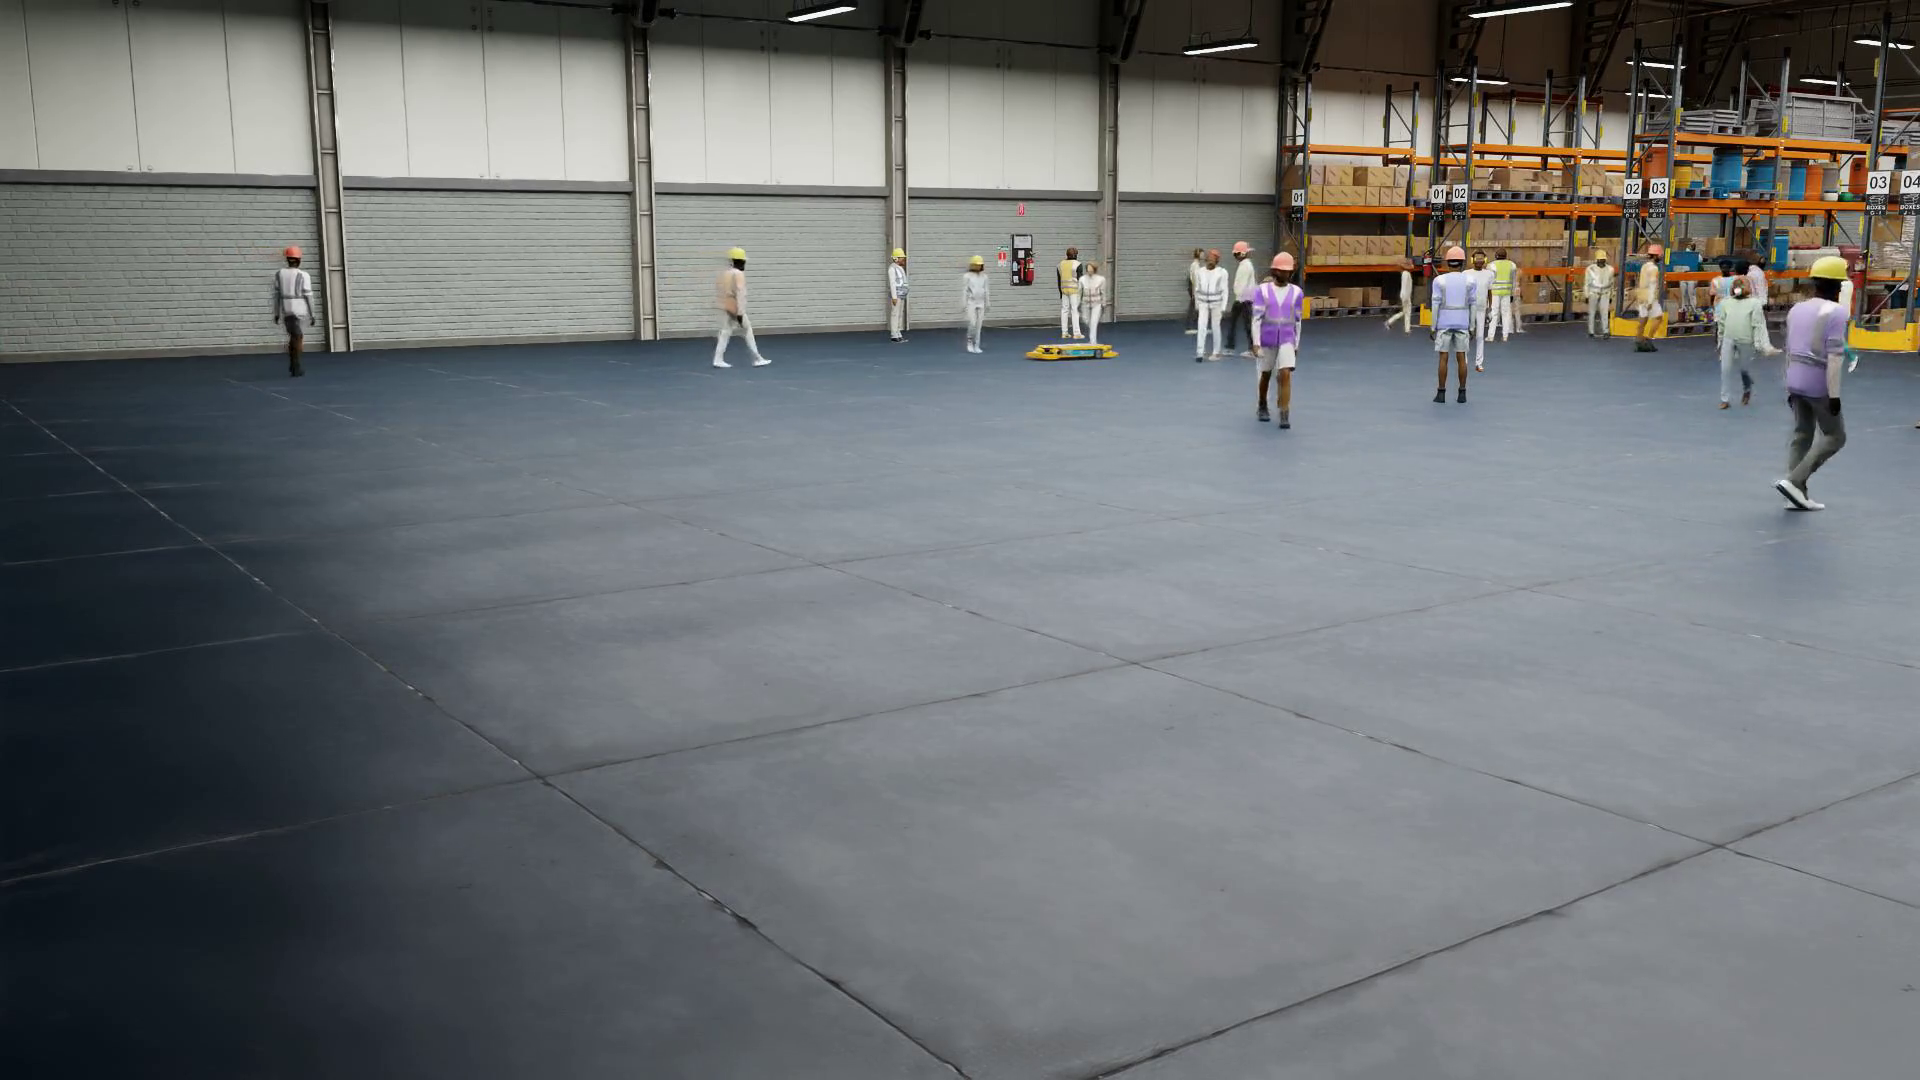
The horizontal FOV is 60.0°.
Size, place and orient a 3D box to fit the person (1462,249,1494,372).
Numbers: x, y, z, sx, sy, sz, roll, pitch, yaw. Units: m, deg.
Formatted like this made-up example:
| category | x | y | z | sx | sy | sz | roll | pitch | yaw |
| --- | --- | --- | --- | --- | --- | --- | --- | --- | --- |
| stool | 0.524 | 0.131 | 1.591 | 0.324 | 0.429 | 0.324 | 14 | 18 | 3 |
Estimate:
| category | x | y | z | sx | sy | sz | roll | pitch | yaw |
| --- | --- | --- | --- | --- | --- | --- | --- | --- | --- |
| person | 7.864 | -3.492 | 25.357 | 0.514 | 1.876 | 0.328 | 2 | 10 | 8 |

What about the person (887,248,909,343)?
| category | x | y | z | sx | sy | sz | roll | pitch | yaw |
| --- | --- | --- | --- | --- | --- | --- | --- | --- | --- |
| person | -1.201 | -4.764 | 32.447 | 0.404 | 1.833 | 0.588 | 2 | 11 | 13 |

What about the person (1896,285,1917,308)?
| category | x | y | z | sx | sy | sz | roll | pitch | yaw |
| --- | --- | --- | --- | --- | --- | --- | --- | --- | --- |
| person | 19.236 | -5.045 | 33.753 | 0.392 | 1.920 | 0.590 | 0 | 10 | 3 |

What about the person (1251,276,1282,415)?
| category | x | y | z | sx | sy | sz | roll | pitch | yaw |
| --- | --- | --- | --- | --- | --- | --- | --- | --- | --- |
| person | 3.654 | -2.284 | 19.476 | 0.498 | 1.601 | 0.716 | 4 | 11 | 20 |

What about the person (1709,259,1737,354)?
| category | x | y | z | sx | sy | sz | roll | pitch | yaw |
| --- | --- | --- | --- | --- | --- | --- | --- | --- | --- |
| person | 13.392 | -4.080 | 29.107 | 0.551 | 1.673 | 0.378 | 6 | 12 | 30 |

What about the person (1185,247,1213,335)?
| category | x | y | z | sx | sy | sz | roll | pitch | yaw |
| --- | --- | --- | --- | --- | --- | --- | --- | --- | --- |
| person | 5.090 | -5.212 | 34.919 | 0.759 | 1.822 | 0.541 | 1 | 10 | 7 |

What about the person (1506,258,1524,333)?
| category | x | y | z | sx | sy | sz | roll | pitch | yaw |
| --- | --- | --- | --- | --- | --- | --- | --- | --- | --- |
| person | 11.824 | -5.205 | 35.502 | 0.659 | 1.611 | 0.316 | -6 | 12 | -28 |

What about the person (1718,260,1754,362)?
| category | x | y | z | sx | sy | sz | roll | pitch | yaw |
| --- | --- | --- | --- | --- | --- | --- | --- | --- | --- |
| person | 12.826 | -3.758 | 27.373 | 0.674 | 1.673 | 0.552 | -5 | 11 | -25 |

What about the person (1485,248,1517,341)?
| category | x | y | z | sx | sy | sz | roll | pitch | yaw |
| --- | --- | --- | --- | --- | --- | --- | --- | --- | --- |
| person | 10.664 | -4.850 | 32.897 | 0.624 | 1.844 | 0.429 | 0 | 10 | -2 |

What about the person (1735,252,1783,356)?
| category | x | y | z | sx | sy | sz | roll | pitch | yaw |
| --- | --- | --- | --- | --- | --- | --- | --- | --- | --- |
| person | 13.752 | -4.075 | 28.807 | 0.969 | 1.789 | 0.699 | 5 | 11 | 24 |

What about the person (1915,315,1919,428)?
| category | x | y | z | sx | sy | sz | roll | pitch | yaw |
| --- | --- | --- | --- | --- | --- | --- | --- | --- | --- |
| person | 10.592 | -2.127 | 17.770 | 0.651 | 1.913 | 0.410 | 7 | 12 | 33 |

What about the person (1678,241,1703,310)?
| category | x | y | z | sx | sy | sz | roll | pitch | yaw |
| --- | --- | --- | --- | --- | --- | --- | --- | --- | --- |
| person | 18.059 | -6.413 | 41.193 | 0.372 | 1.940 | 0.632 | -4 | 11 | -22 |

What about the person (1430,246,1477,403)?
| category | x | y | z | sx | sy | sz | roll | pitch | yaw |
| --- | --- | --- | --- | --- | --- | --- | --- | --- | --- |
| person | 6.116 | -2.667 | 20.672 | 0.547 | 1.934 | 0.376 | 1 | 10 | 7 |

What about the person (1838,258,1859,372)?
| category | x | y | z | sx | sy | sz | roll | pitch | yaw |
| --- | --- | --- | --- | --- | --- | --- | --- | --- | --- |
| person | 13.011 | -3.288 | 24.566 | 0.485 | 1.750 | 0.546 | -1 | 10 | -5 |

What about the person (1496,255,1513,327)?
| category | x | y | z | sx | sy | sz | roll | pitch | yaw |
| --- | --- | --- | --- | --- | --- | --- | --- | --- | --- |
| person | 12.376 | -5.636 | 37.765 | 0.307 | 1.636 | 0.525 | -6 | 12 | -31 |

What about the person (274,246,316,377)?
| category | x | y | z | sx | sy | sz | roll | pitch | yaw |
| --- | --- | --- | --- | --- | --- | --- | --- | --- | --- |
| person | -9.805 | -3.378 | 24.601 | 0.586 | 1.919 | 0.549 | 2 | 10 | 9 |

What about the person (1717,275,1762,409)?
| category | x | y | z | sx | sy | sz | roll | pitch | yaw |
| --- | --- | --- | --- | --- | --- | --- | --- | --- | --- |
| person | 9.390 | -2.389 | 20.034 | 0.507 | 1.605 | 0.714 | 8 | 13 | 39 |

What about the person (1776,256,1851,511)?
| category | x | y | z | sx | sy | sz | roll | pitch | yaw |
| --- | --- | --- | --- | --- | --- | --- | --- | --- | --- |
| person | 6.376 | -1.145 | 12.382 | 0.411 | 1.913 | 0.616 | -2 | 10 | -10 |

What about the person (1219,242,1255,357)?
| category | x | y | z | sx | sy | sz | roll | pitch | yaw |
| --- | --- | --- | --- | --- | --- | --- | --- | --- | --- |
| person | 4.753 | -4.126 | 28.577 | 0.834 | 1.959 | 0.626 | 0 | 10 | -1 |

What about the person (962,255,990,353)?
| category | x | y | z | sx | sy | sz | roll | pitch | yaw |
| --- | --- | --- | --- | --- | --- | --- | --- | --- | --- |
| person | 0.299 | -4.173 | 29.466 | 0.511 | 1.727 | 0.364 | -6 | 12 | -29 |

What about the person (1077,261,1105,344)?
| category | x | y | z | sx | sy | sz | roll | pitch | yaw |
| --- | --- | --- | --- | --- | --- | --- | --- | --- | --- |
| person | 2.431 | -4.313 | 30.556 | 0.527 | 1.616 | 0.647 | 4 | 11 | 19 |

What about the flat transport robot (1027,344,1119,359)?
| category | x | y | z | sx | sy | sz | roll | pitch | yaw |
| --- | --- | --- | --- | --- | --- | --- | --- | --- | --- |
| flat transport robot | 1.911 | -3.205 | 28.183 | 1.431 | 0.197 | 0.652 | -5 | 12 | -27 |

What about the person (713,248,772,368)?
| category | x | y | z | sx | sy | sz | roll | pitch | yaw |
| --- | --- | --- | --- | --- | --- | --- | --- | --- | --- |
| person | -3.484 | -3.645 | 26.194 | 0.980 | 1.871 | 0.604 | -7 | 12 | -32 |

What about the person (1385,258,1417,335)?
| category | x | y | z | sx | sy | sz | roll | pitch | yaw |
| --- | --- | --- | --- | --- | --- | --- | --- | --- | --- |
| person | 9.268 | -5.084 | 34.805 | 0.605 | 1.616 | 0.503 | 2 | 11 | 13 |

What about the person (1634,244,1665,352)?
| category | x | y | z | sx | sy | sz | roll | pitch | yaw |
| --- | --- | --- | --- | --- | --- | --- | --- | --- | --- |
| person | 12.315 | -4.293 | 29.636 | 0.514 | 1.919 | 0.546 | -1 | 10 | -5 |

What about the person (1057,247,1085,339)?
| category | x | y | z | sx | sy | sz | roll | pitch | yaw |
| --- | --- | --- | --- | --- | --- | --- | --- | --- | --- |
| person | 2.271 | -5.001 | 33.723 | 0.627 | 1.844 | 0.429 | 8 | 13 | 39 |

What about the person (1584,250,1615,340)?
| category | x | y | z | sx | sy | sz | roll | pitch | yaw |
| --- | --- | --- | --- | --- | --- | --- | --- | --- | --- |
| person | 12.810 | -4.893 | 33.301 | 0.597 | 1.774 | 0.947 | 2 | 10 | 8 |

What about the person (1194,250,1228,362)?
| category | x | y | z | sx | sy | sz | roll | pitch | yaw |
| --- | --- | --- | --- | --- | --- | --- | --- | --- | --- |
| person | 4.105 | -3.838 | 27.345 | 0.609 | 1.828 | 0.985 | 5 | 11 | 24 |

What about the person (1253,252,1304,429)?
| category | x | y | z | sx | sy | sz | roll | pitch | yaw |
| --- | --- | --- | --- | --- | --- | --- | --- | --- | --- |
| person | 3.457 | -2.193 | 18.187 | 0.547 | 1.904 | 0.936 | 1 | 10 | 4 |
